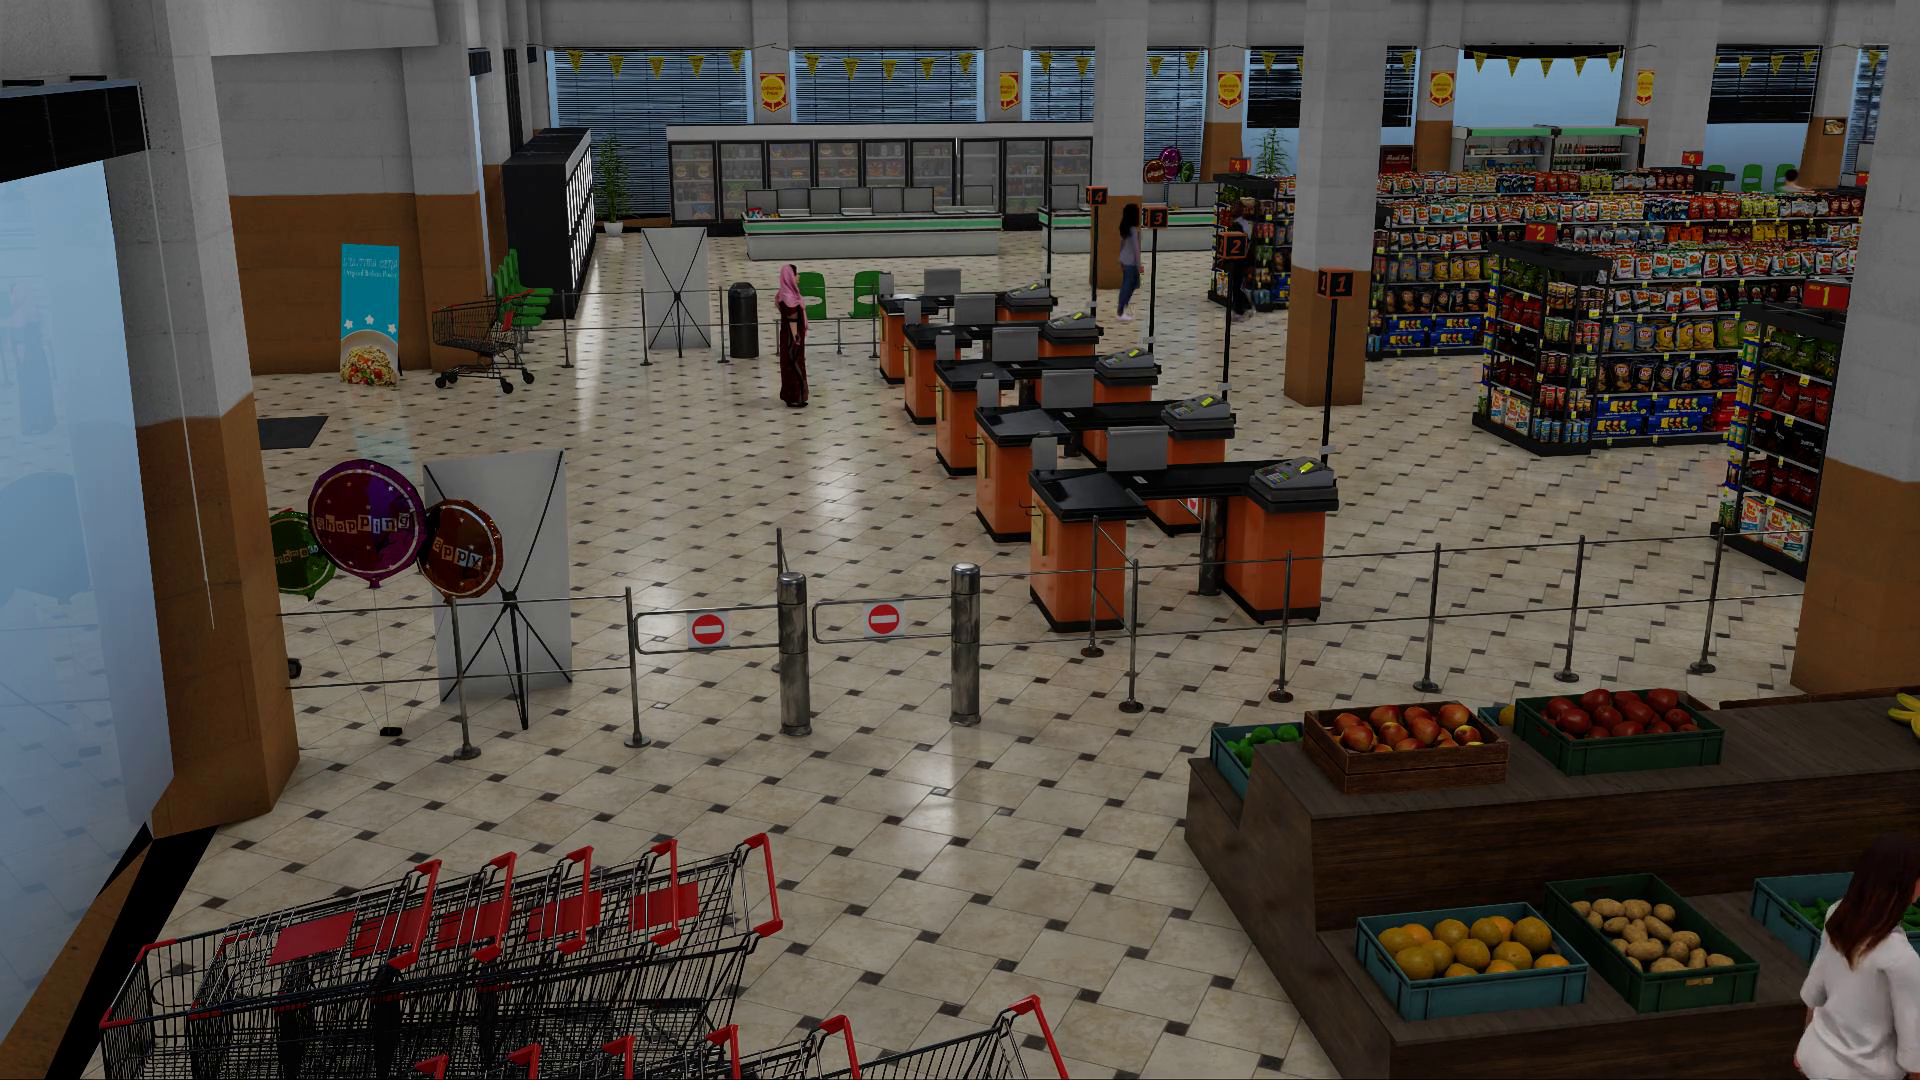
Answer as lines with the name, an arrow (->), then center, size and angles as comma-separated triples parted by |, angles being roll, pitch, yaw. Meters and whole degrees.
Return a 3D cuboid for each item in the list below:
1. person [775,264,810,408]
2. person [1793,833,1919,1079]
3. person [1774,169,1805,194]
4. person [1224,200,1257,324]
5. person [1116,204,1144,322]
person -> -1.932, -2.354, 19.102 | 0.595, 1.637, 0.657 | -2, 17, -7
person -> 2.870, 1.757, 5.497 | 0.664, 1.676, 0.685 | 1, 17, 3
person -> 14.599, -5.580, 29.389 | 1.120, 1.833, 0.987 | 3, 17, 8
person -> 4.204, -4.096, 24.543 | 0.745, 1.810, 0.767 | -5, 18, -15
person -> 2.409, -4.111, 24.748 | 0.590, 1.720, 0.617 | -2, 17, -7
